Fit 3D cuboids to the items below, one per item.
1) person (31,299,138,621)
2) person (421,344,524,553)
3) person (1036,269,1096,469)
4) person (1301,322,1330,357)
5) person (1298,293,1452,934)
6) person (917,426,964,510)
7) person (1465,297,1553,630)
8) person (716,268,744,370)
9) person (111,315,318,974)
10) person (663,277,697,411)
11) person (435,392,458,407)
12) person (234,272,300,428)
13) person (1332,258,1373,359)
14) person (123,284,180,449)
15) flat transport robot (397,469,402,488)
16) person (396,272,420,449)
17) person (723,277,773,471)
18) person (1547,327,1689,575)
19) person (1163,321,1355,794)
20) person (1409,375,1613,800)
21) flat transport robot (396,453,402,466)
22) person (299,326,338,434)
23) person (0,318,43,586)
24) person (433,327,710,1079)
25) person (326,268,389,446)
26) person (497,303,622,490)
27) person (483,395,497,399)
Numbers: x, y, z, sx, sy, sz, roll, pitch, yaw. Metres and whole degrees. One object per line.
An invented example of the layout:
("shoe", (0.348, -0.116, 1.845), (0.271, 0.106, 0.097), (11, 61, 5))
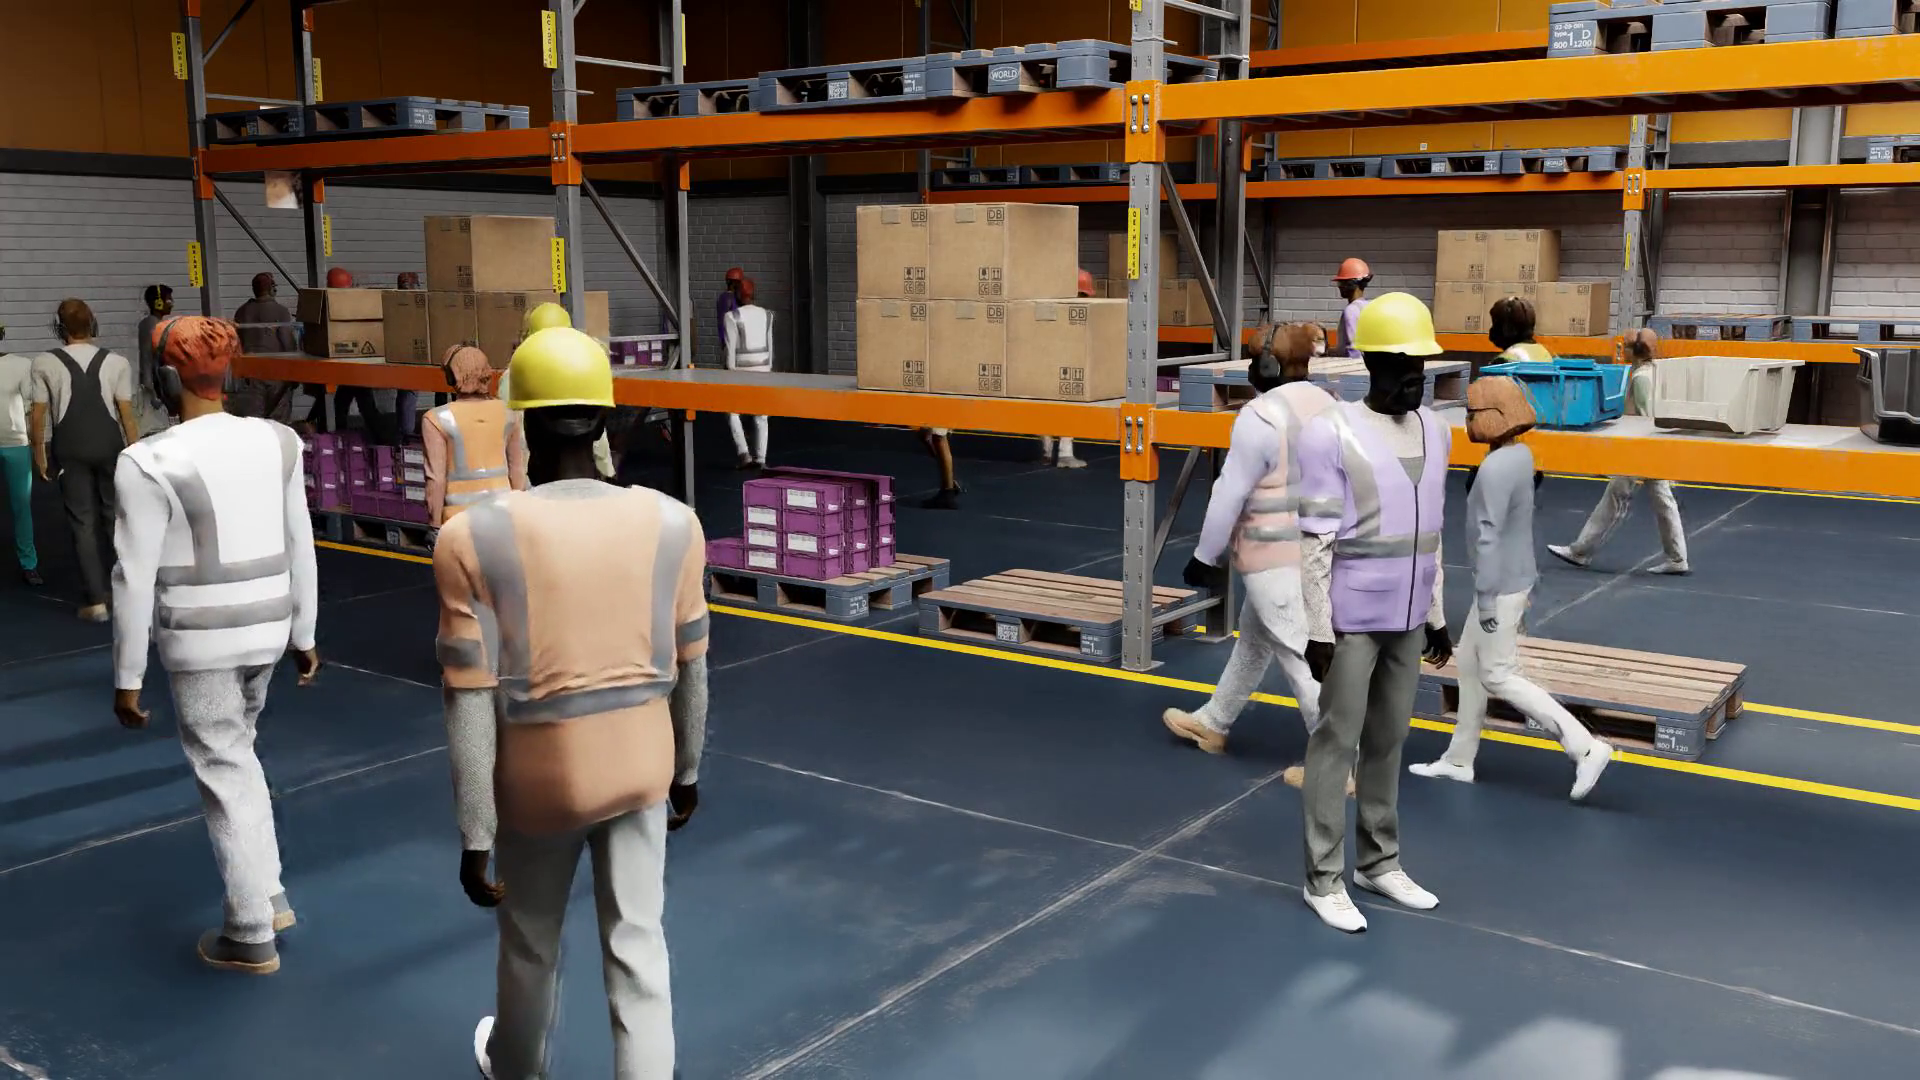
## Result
("person", (-4.975, -0.453, 9.491), (0.517, 1.813, 0.664), (-7, 12, -36))
("person", (-2.239, -0.080, 7.702), (0.315, 1.641, 0.515), (9, 13, 42))
("person", (0.996, -1.680, 16.365), (0.387, 1.942, 0.733), (-9, 13, -42))
("person", (2.369, -0.739, 11.729), (0.508, 1.607, 0.754), (-7, 12, -37))
("person", (1.284, 0.216, 5.092), (0.585, 1.927, 0.366), (-6, 11, -32))
("person", (-0.192, -1.190, 13.473), (0.407, 1.922, 0.585), (2, 10, 10))
("person", (2.981, -0.412, 9.137), (0.484, 1.829, 0.634), (6, 11, 32))
("person", (-3.021, -2.667, 22.261), (0.378, 1.928, 0.542), (-8, 12, -39))
("person", (-2.138, 0.308, 4.704), (0.494, 1.870, 0.604), (4, 10, 24))
("person", (-3.772, -2.638, 22.346), (0.564, 1.839, 0.395), (8, 13, 41))
("person", (-5.990, -2.198, 19.492), (0.588, 1.920, 0.392), (4, 10, 25))
("person", (-6.736, -1.655, 16.281), (0.647, 1.913, 0.409), (3, 10, 17))
("person", (3.341, -1.373, 14.207), (0.397, 2.043, 0.610), (5, 11, 27))
("person", (-7.392, -1.425, 15.230), (0.983, 1.824, 0.535), (-8, 13, -41))
("flat transport robot", (-4.572, -0.491, 14.222), (1.431, 0.197, 0.652), (-3, 10, -18))
("person", (-5.852, -1.894, 17.723), (0.402, 1.904, 0.651), (-4, 10, -24))
("person", (-2.033, -1.581, 15.978), (0.594, 1.871, 0.461), (-8, 12, -38))
("person", (4.333, -0.570, 10.762), (0.898, 1.589, 0.537), (6, 11, 30))
("person", (1.187, 0.050, 6.488), (0.952, 1.790, 0.624), (7, 12, 37))
("person", (2.091, 0.185, 6.245), (0.708, 1.606, 0.501), (5, 11, 29))
("flat transport robot", (-5.154, -0.639, 15.106), (0.652, 0.197, 1.431), (-3, 10, -18))
("person", (-6.837, -1.804, 17.823), (0.552, 1.684, 0.424), (4, 10, 24))
("person", (-5.932, -0.568, 10.241), (0.535, 1.767, 0.317), (-7, 12, -34))
("person", (-0.842, 0.487, 3.611), (0.608, 1.872, 0.982), (-5, 11, -29))
("person", (-5.854, -1.583, 15.744), (0.902, 1.940, 0.683), (-3, 10, -15))
("person", (-2.066, -0.347, 8.809), (0.793, 1.794, 0.602), (4, 10, 24))
("person", (-3.794, -1.224, 13.913), (0.538, 1.850, 0.370), (5, 11, 27))
